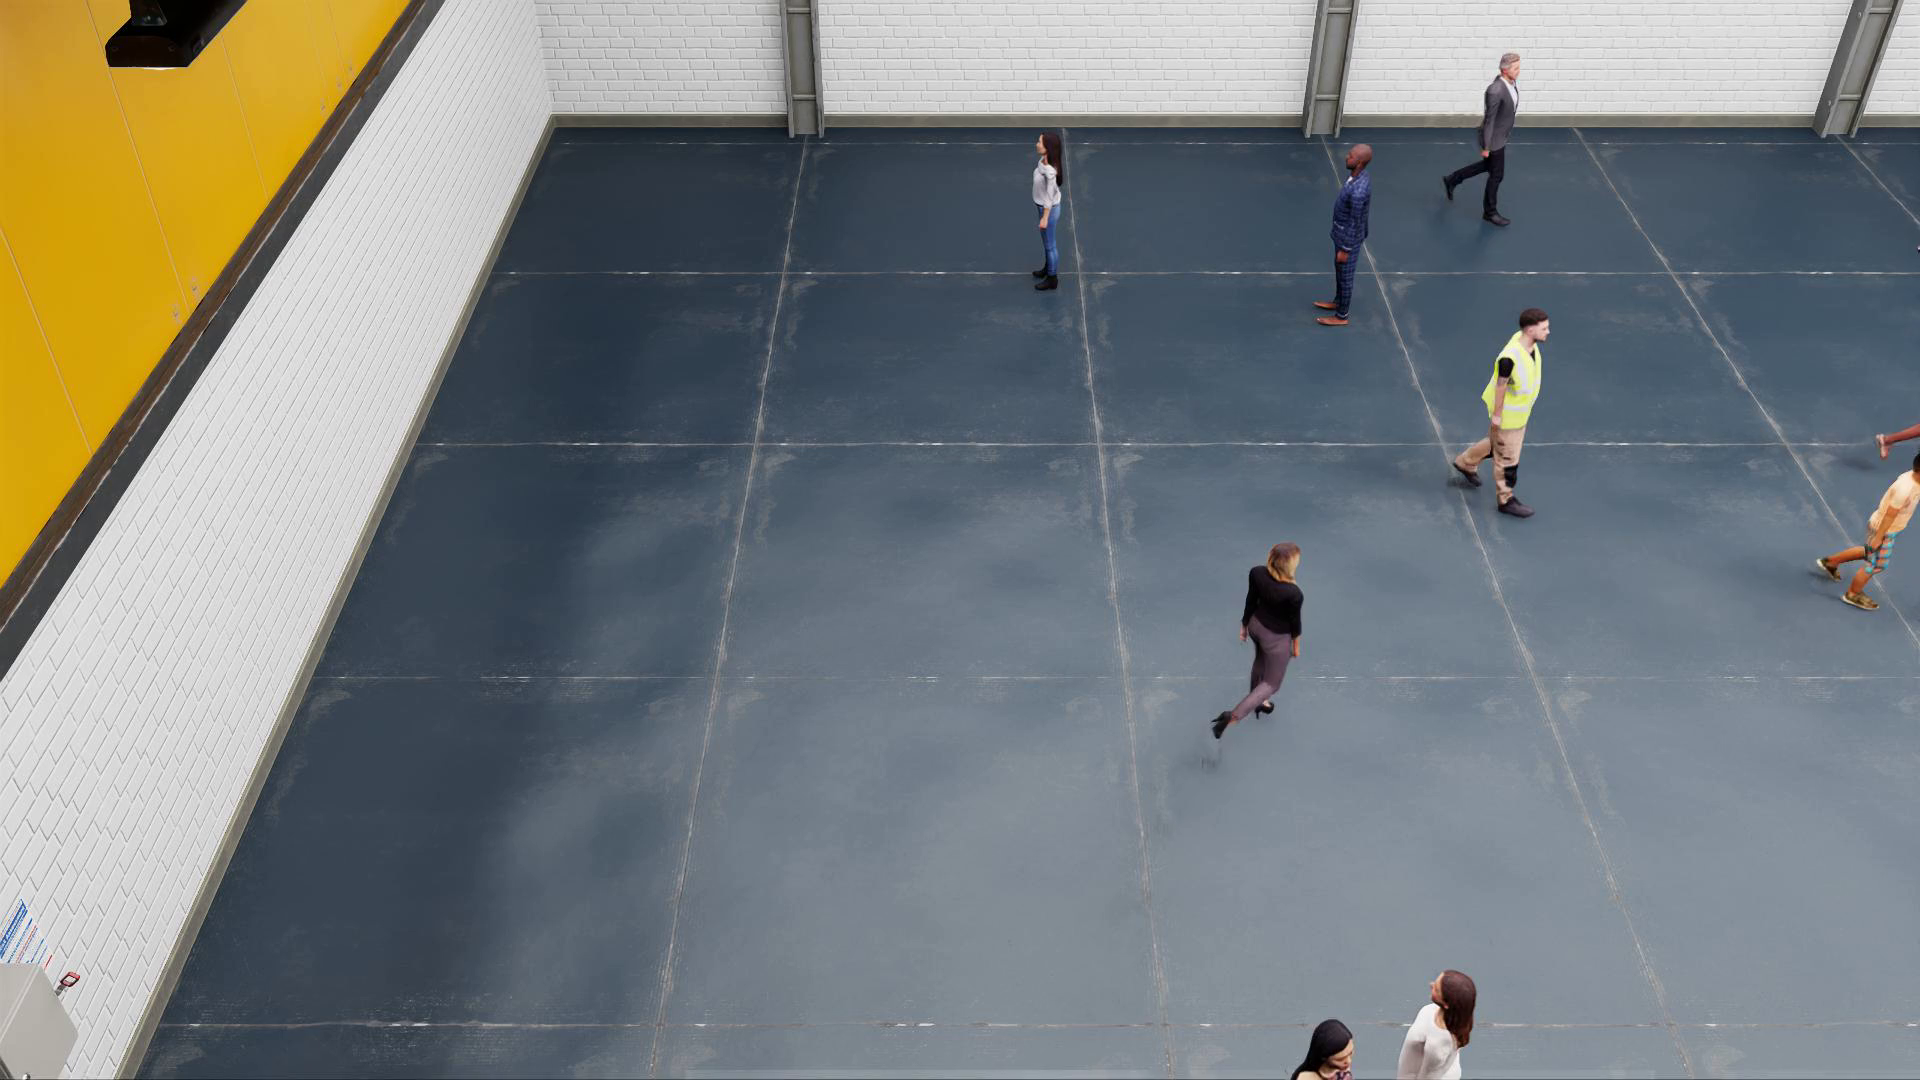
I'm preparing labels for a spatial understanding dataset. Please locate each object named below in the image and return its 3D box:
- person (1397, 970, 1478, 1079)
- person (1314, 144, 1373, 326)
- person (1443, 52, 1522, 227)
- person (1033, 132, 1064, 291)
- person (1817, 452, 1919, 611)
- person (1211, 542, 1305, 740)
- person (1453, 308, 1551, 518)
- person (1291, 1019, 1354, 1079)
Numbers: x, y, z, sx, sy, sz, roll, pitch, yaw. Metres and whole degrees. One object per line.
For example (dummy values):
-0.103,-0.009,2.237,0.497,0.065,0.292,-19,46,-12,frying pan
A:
2.435,2.783,8.629,0.695,1.688,0.684,19,43,23,person
3.653,-2.879,15.614,0.640,1.818,0.687,5,39,6,person
5.499,-4.206,17.273,1.184,1.821,1.013,19,42,22,person
0.868,-3.215,16.184,0.494,1.633,0.595,0,39,0,person
6.879,-0.119,12.465,0.889,1.435,0.815,28,46,30,person
2.038,0.728,11.237,1.026,1.643,0.912,-27,46,-30,person
4.373,-1.079,13.349,1.146,1.832,1.025,22,44,26,person
1.748,2.957,8.344,0.862,1.771,0.809,28,46,30,person
